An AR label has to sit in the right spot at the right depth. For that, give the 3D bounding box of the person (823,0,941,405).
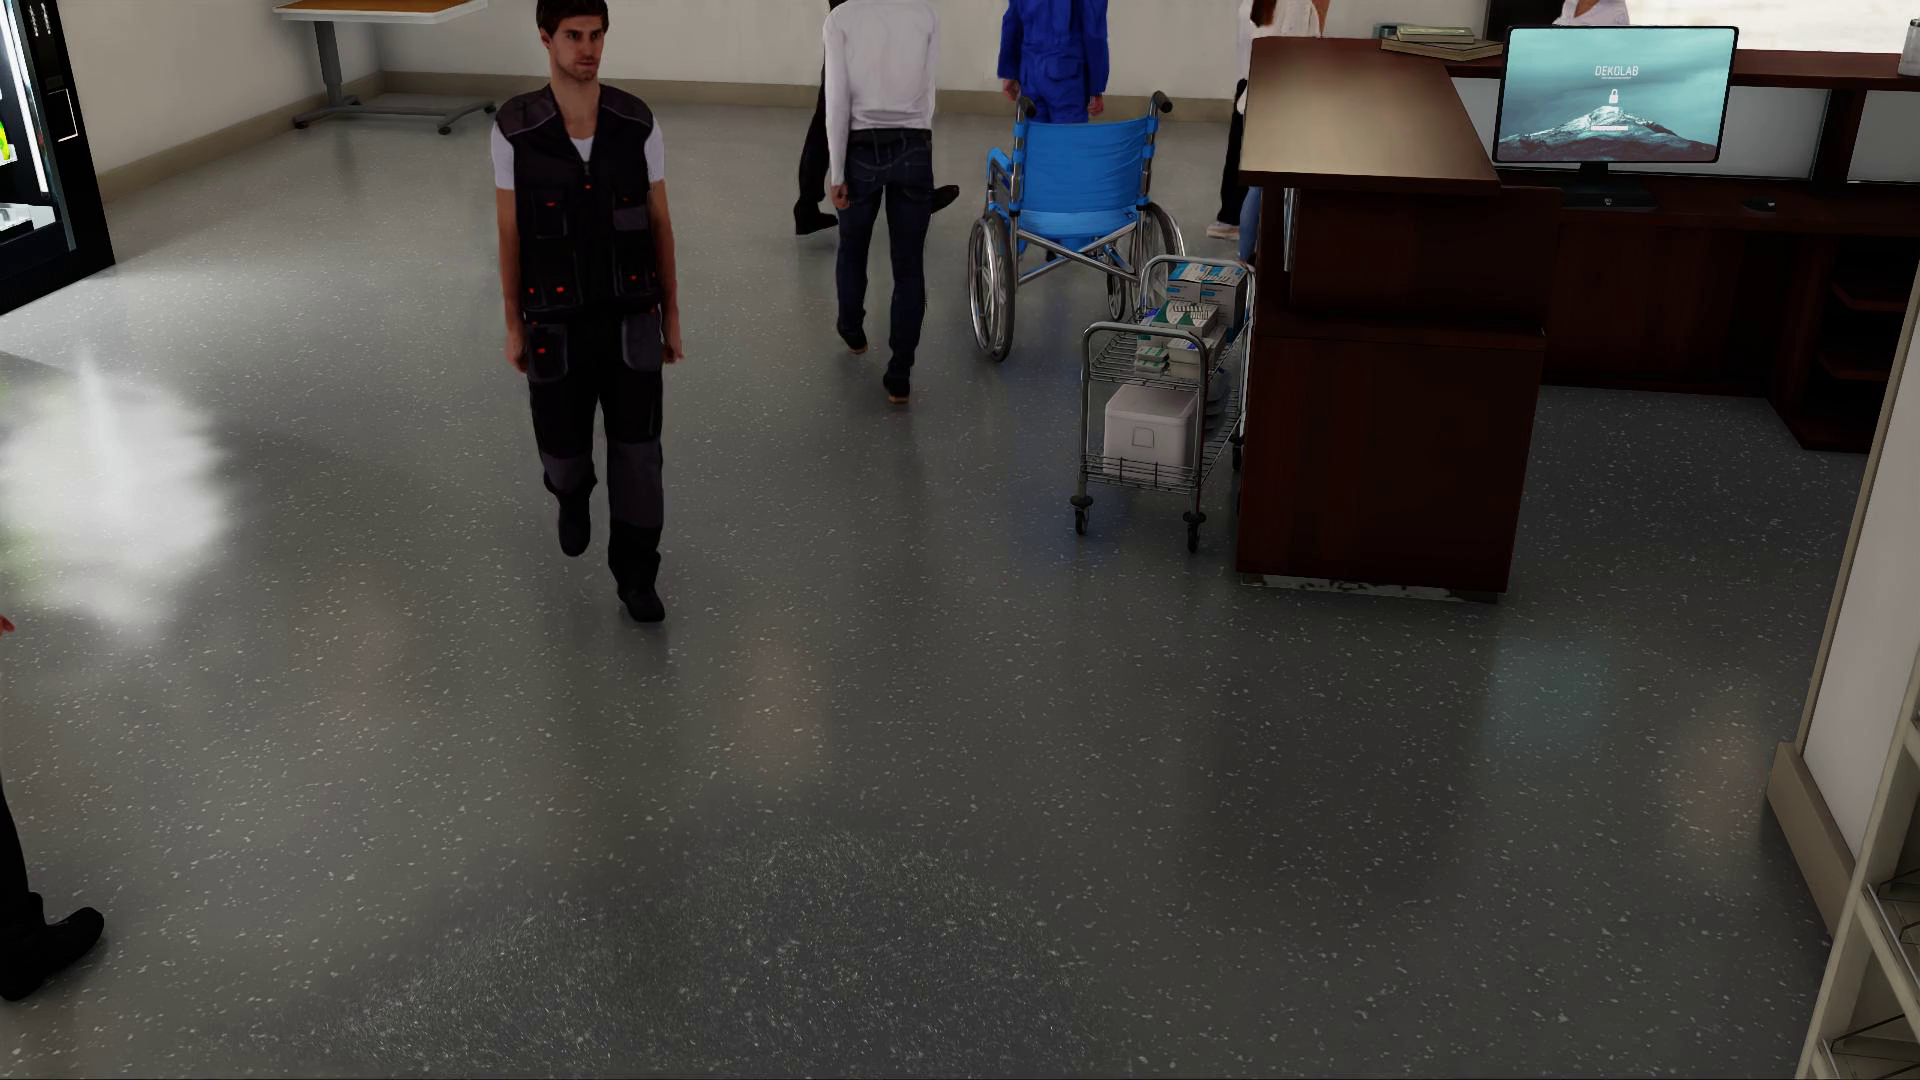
[{"bbox_3d":[-0.263,-1.419,6.406,0.853,1.835,1.172,-4,26,-8],"label":"person"}]

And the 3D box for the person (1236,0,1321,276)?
[{"bbox_3d":[1.394,-1.997,7.793,0.781,1.672,0.668,-6,26,-11],"label":"person"}]

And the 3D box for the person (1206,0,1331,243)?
[{"bbox_3d":[1.674,-2.387,8.618,0.949,1.657,1.090,20,32,36],"label":"person"}]

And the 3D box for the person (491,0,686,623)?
[{"bbox_3d":[-1.093,-0.675,4.859,0.919,1.839,1.024,-10,27,-20],"label":"person"}]

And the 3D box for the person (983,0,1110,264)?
[{"bbox_3d":[0.404,-2.223,8.104,0.968,1.808,1.033,22,33,37],"label":"person"}]

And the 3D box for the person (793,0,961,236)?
[{"bbox_3d":[-0.568,-2.434,8.489,1.334,1.854,1.262,-20,32,-35],"label":"person"}]
